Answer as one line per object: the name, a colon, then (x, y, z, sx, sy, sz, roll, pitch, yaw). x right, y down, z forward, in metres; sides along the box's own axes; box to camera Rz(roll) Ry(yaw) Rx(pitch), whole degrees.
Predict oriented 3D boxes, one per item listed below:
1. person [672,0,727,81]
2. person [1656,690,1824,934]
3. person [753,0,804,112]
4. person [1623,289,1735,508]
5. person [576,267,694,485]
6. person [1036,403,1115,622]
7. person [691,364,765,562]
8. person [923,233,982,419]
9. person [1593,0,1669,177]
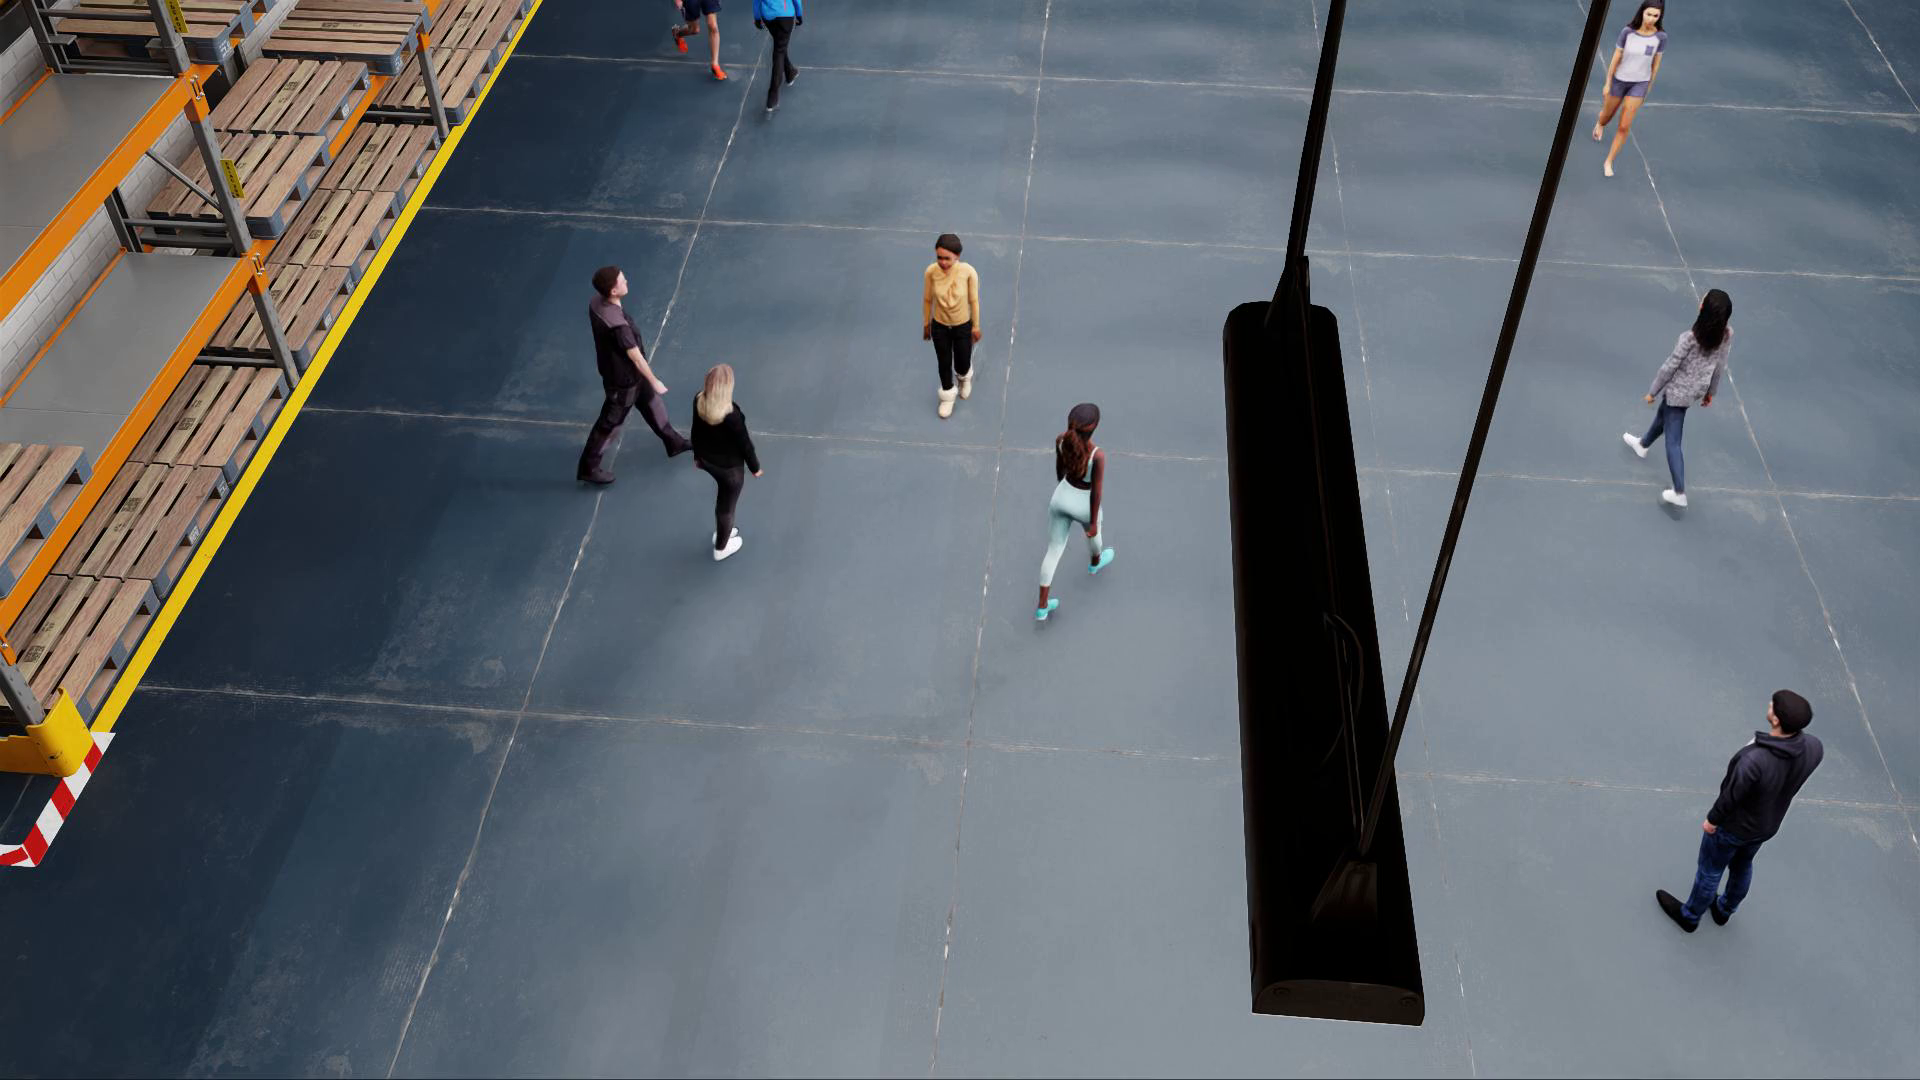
person: (-2.712, -5.629, 16.922, 1.048, 1.826, 1.147, -26, 49, -24)
person: (4.424, 1.558, 9.334, 0.751, 1.888, 0.724, -14, 45, -14)
person: (-1.817, -5.097, 16.419, 0.744, 1.751, 1.216, 9, 44, 9)
person: (5.343, -1.026, 12.188, 0.909, 1.691, 1.232, -11, 45, -11)
person: (-2.577, -1.161, 12.250, 1.108, 1.802, 1.282, -13, 45, -13)
person: (0.729, -0.170, 11.298, 0.960, 1.681, 1.187, 27, 50, 25)
person: (-1.720, -0.475, 11.627, 0.748, 1.669, 0.784, 30, 51, 28)
person: (-0.045, -1.714, 12.941, 0.642, 1.649, 0.694, 7, 44, 8)
person: (6.281, -4.309, 15.617, 0.711, 1.716, 0.950, 13, 45, 14)
